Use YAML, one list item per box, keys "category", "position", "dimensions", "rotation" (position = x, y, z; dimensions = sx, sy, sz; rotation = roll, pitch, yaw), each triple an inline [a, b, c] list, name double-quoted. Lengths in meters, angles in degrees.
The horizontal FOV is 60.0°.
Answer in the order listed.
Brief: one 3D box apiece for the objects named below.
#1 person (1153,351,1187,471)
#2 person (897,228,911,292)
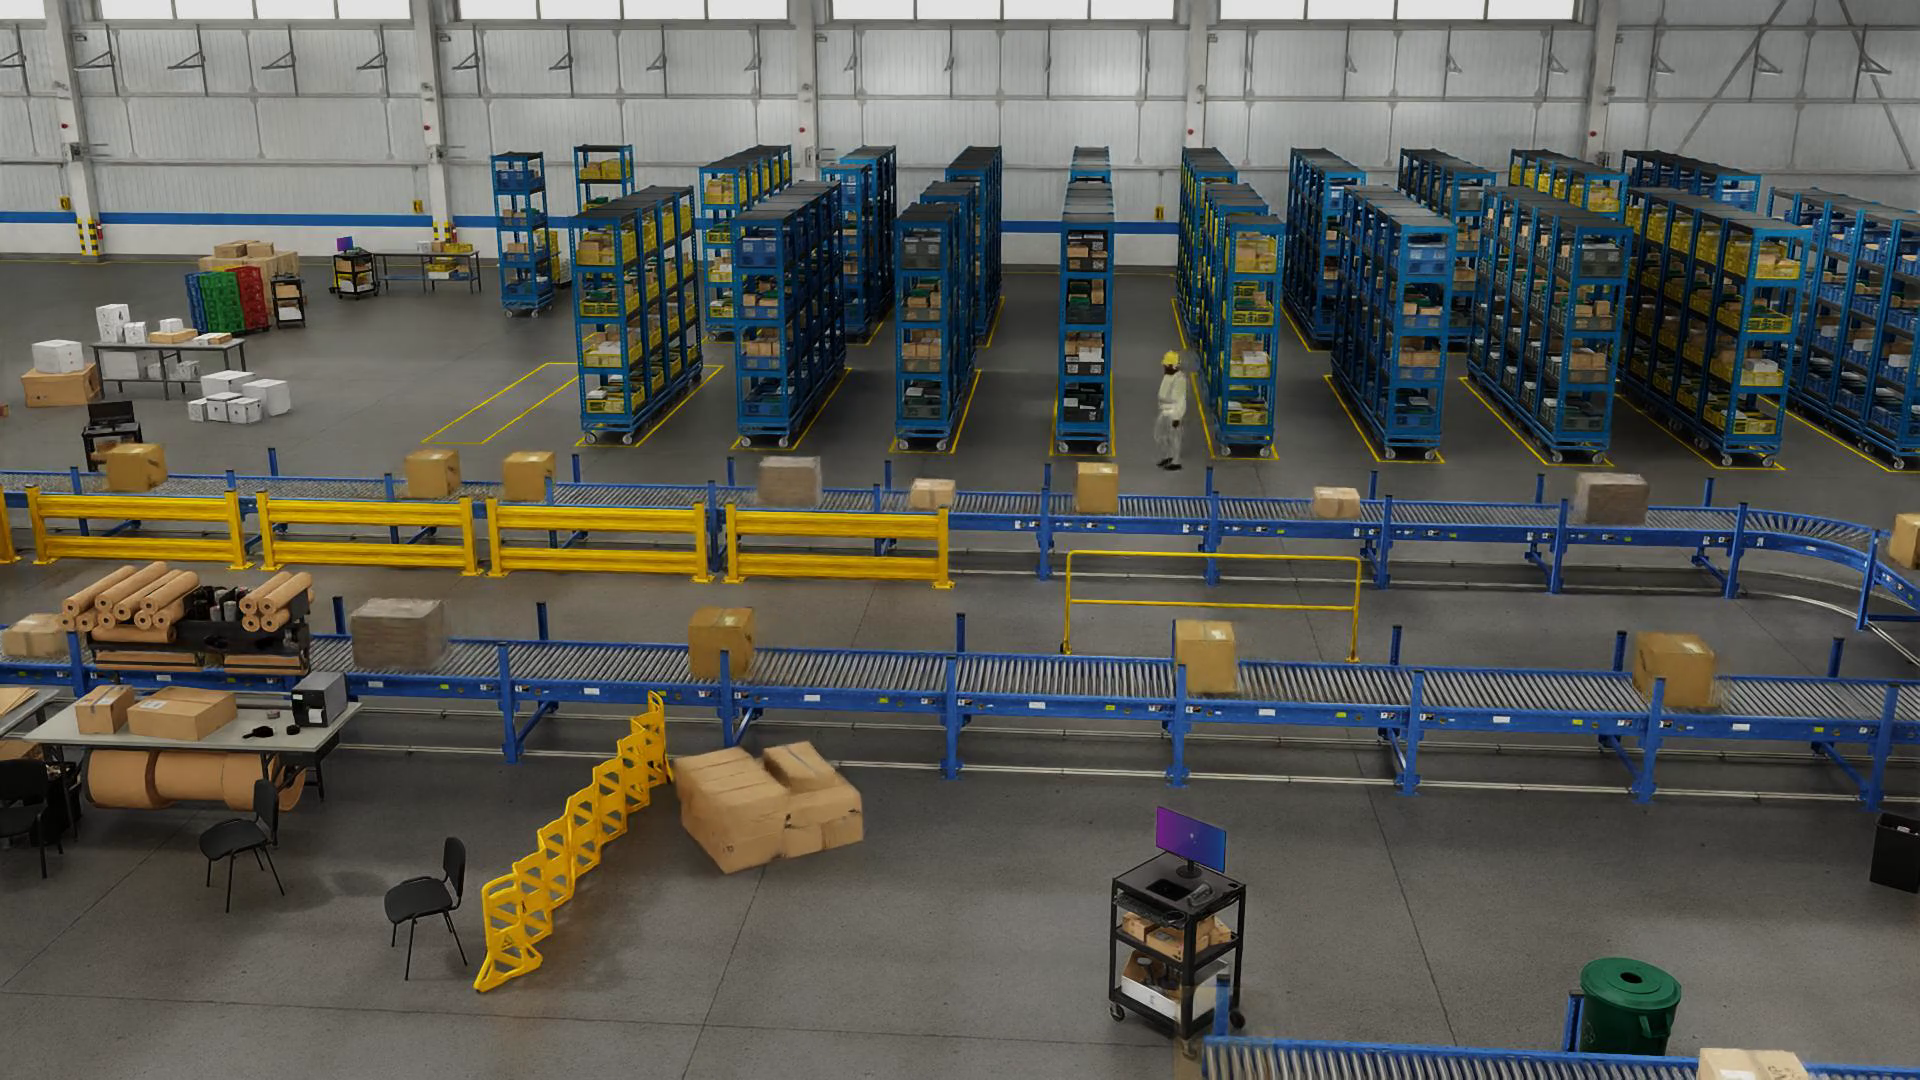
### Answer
- category: "person"
  position: [3.110, -1.902, 24.621]
  dimensions: [0.485, 1.812, 0.621]
  rotation: [-4, 18, -14]
- category: "person"
  position: [-1.347, -6.950, 40.658]
  dimensions: [0.433, 1.816, 0.676]
  rotation: [8, 19, 23]
